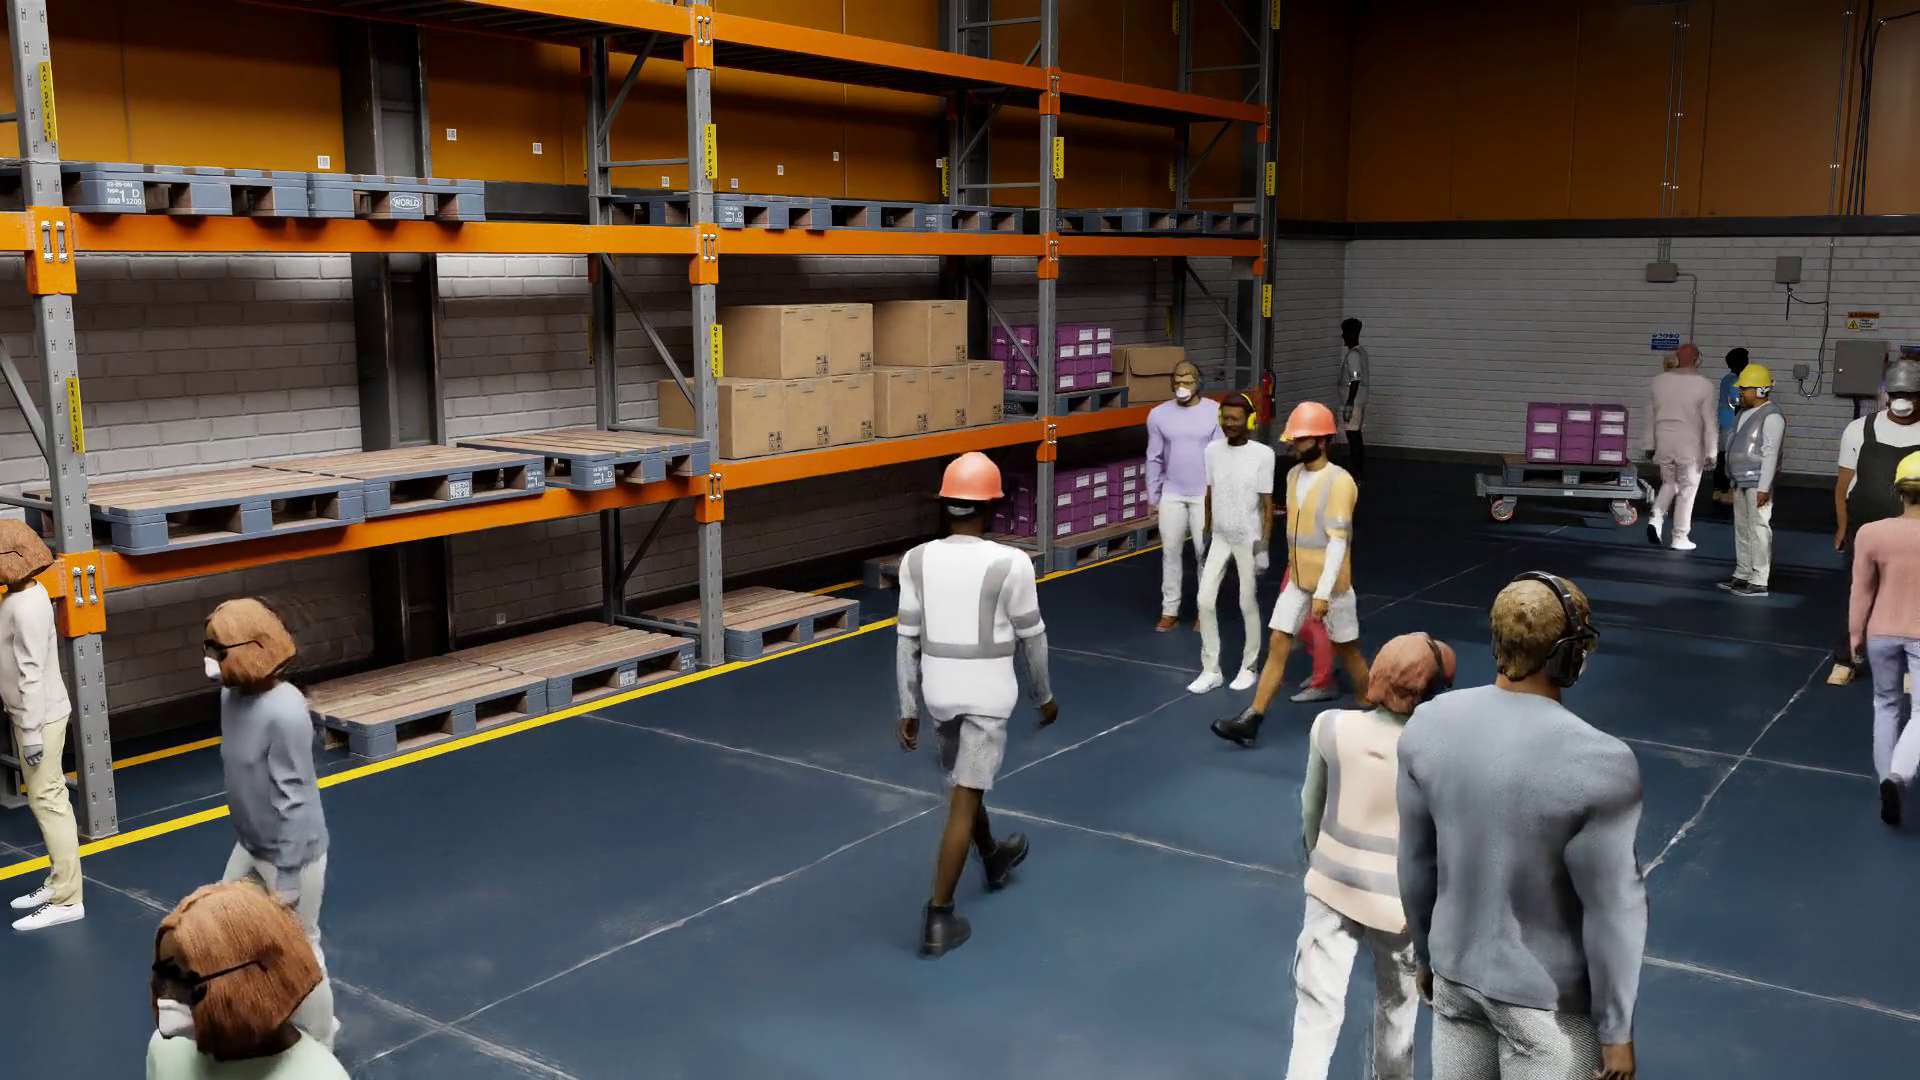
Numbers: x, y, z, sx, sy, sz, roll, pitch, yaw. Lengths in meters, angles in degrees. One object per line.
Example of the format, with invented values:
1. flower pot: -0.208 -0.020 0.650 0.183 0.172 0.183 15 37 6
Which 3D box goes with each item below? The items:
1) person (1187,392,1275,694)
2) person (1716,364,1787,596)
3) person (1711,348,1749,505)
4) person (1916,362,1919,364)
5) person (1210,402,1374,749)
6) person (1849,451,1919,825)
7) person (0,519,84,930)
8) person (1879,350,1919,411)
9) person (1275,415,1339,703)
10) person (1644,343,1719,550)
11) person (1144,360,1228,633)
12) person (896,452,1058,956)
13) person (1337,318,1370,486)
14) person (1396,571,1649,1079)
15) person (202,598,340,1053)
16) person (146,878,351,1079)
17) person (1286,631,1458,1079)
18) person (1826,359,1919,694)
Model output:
1. person: 1.621 0.030 10.047 0.572 1.843 0.726 8 12 39
2. person: 6.230 -0.469 13.099 0.404 1.825 0.584 0 10 -2
3. person: 8.340 -1.227 17.967 0.318 1.697 0.536 1 10 8
4. person: 7.172 -0.397 12.512 0.748 1.877 0.641 -5 11 -28
5. person: 1.866 0.204 8.905 1.032 1.878 0.563 -5 11 -26
6. person: 4.465 0.449 7.849 0.526 1.742 0.765 9 13 43
7. person: -3.674 0.720 6.587 0.277 1.629 0.496 -6 11 -30
8. person: 9.029 -0.911 15.810 0.628 1.785 0.888 -2 10 -12
9. person: 2.061 0.106 9.873 0.391 1.749 0.559 -2 10 -10
10. person: 6.555 -0.838 15.086 0.437 1.884 0.677 -7 12 -35
11. person: 1.607 -0.300 11.740 0.649 1.930 0.417 4 10 21
12. person: 0.074 0.594 6.553 0.548 1.879 1.001 5 11 29
13. person: 4.601 -1.618 19.500 0.363 1.962 0.612 4 10 22
14. person: 1.277 1.027 3.825 0.370 1.941 0.627 -7 12 -34
15. person: -2.111 0.977 5.078 0.514 1.622 0.342 8 12 40
16. person: -1.195 1.355 2.822 0.505 1.622 0.378 7 12 36
17. person: 1.166 1.048 4.734 0.518 1.590 0.881 5 11 29
18. person: 5.680 -0.080 10.114 0.684 2.000 0.536 6 11 34
